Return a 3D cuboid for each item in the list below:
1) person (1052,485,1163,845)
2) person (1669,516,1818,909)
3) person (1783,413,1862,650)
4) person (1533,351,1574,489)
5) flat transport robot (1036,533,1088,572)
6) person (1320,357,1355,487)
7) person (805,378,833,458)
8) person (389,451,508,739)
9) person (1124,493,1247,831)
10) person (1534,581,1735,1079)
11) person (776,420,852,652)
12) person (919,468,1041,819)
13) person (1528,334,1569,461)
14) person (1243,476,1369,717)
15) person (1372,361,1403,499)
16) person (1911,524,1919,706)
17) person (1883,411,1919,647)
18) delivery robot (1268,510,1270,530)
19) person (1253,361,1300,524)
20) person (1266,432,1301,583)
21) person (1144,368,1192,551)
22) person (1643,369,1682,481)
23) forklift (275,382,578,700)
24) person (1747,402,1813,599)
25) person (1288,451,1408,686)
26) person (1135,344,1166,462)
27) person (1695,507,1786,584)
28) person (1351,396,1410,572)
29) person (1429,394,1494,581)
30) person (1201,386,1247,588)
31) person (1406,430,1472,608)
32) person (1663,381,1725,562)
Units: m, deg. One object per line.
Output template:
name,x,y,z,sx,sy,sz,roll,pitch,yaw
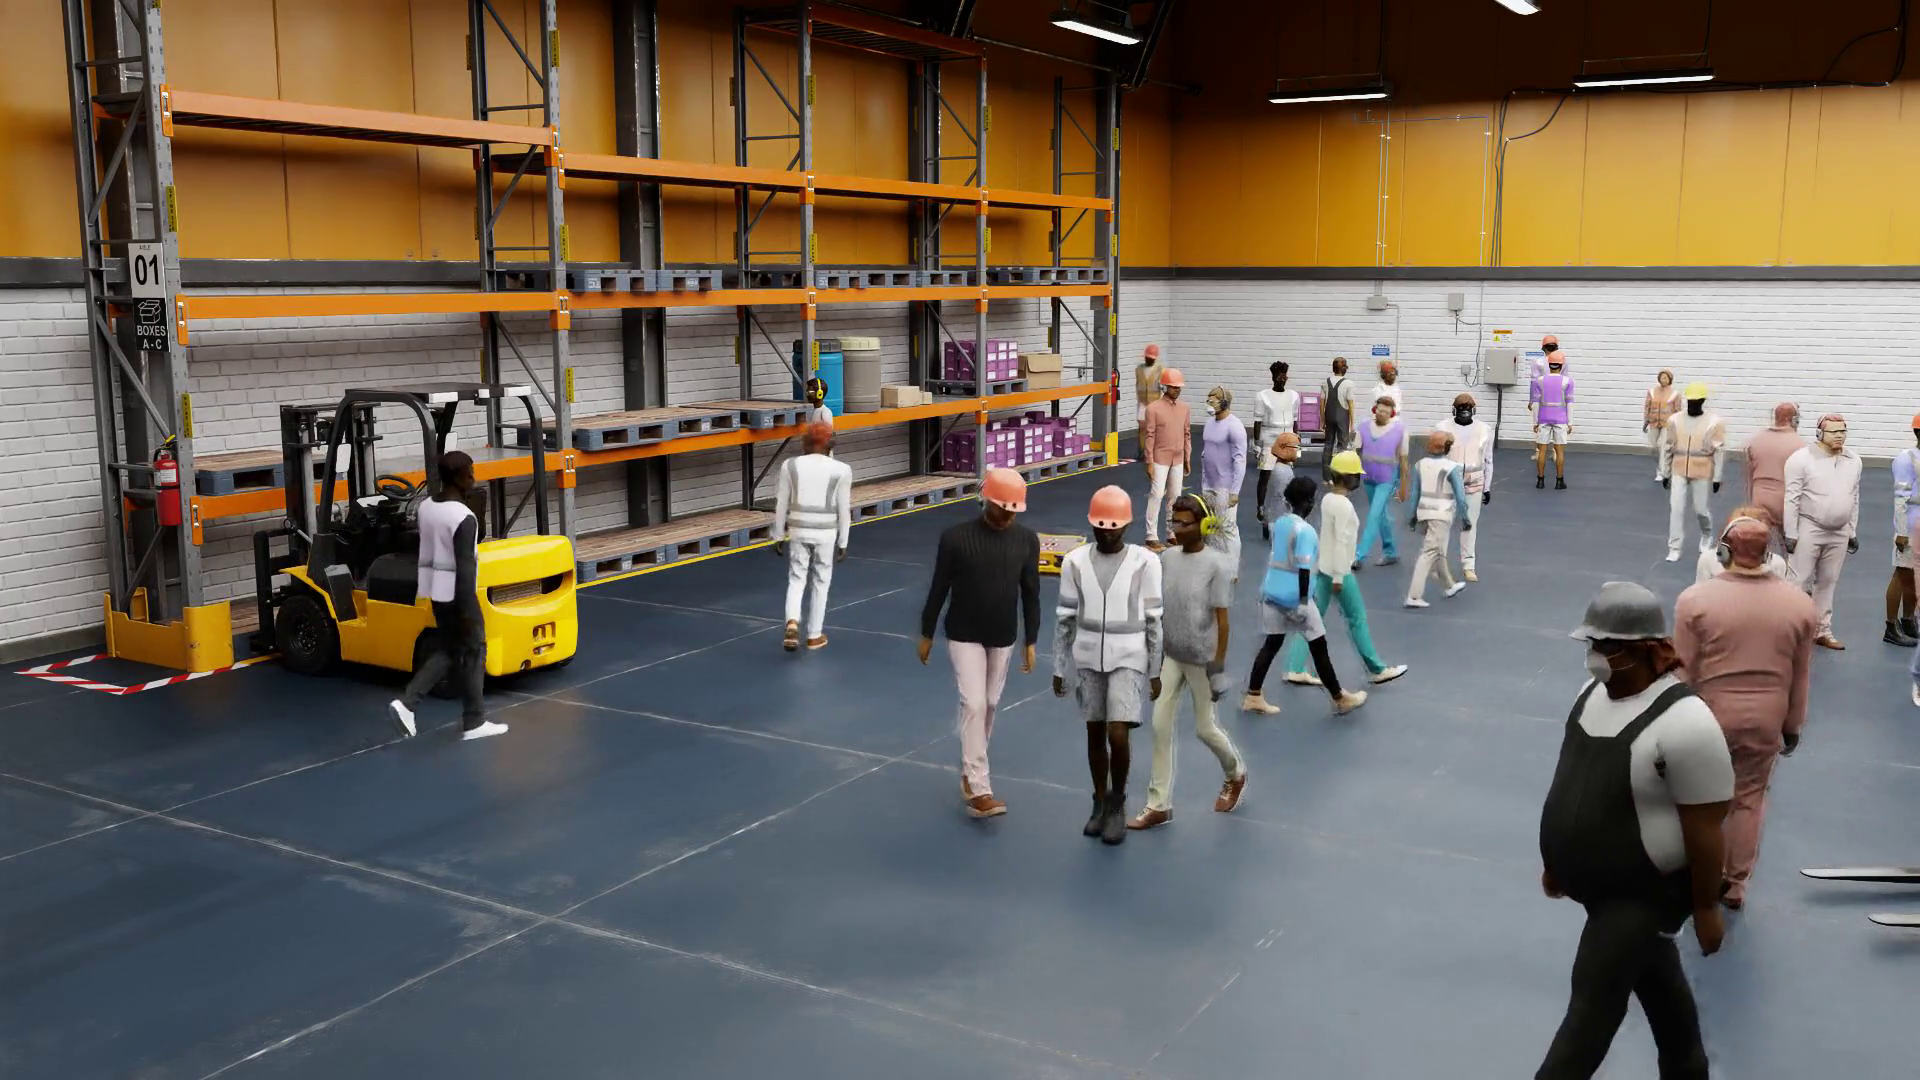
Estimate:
person,0.758,0.660,8.753,0.580,1.910,0.576,3,10,20
person,3.619,0.837,7.744,0.653,1.892,0.523,1,9,6
person,6.886,-0.060,13.270,0.643,1.910,0.400,-1,9,-7
person,8.283,-1.671,23.231,0.542,1.938,0.357,5,10,27
flat transport robot,0.931,0.125,17.204,0.652,0.197,1.431,2,9,11
person,5.308,-1.649,23.376,0.517,1.844,0.332,8,12,40
person,-1.560,-0.838,18.237,0.328,1.872,0.513,-3,10,-21
person,-3.279,0.372,10.608,0.598,1.894,0.654,8,12,42
person,1.284,0.648,9.082,0.842,1.840,0.528,-8,12,-41
person,2.236,1.085,5.707,1.060,2.000,0.692,-1,9,-9
person,-1.165,-0.008,13.105,0.629,1.860,0.711,1,9,6
person,0.165,0.573,9.233,0.675,1.932,0.940,-3,10,-20
person,9.411,-2.274,26.661,0.612,2.041,0.394,0,9,-1
person,2.319,0.386,11.303,0.829,1.639,0.544,-2,9,-14
person,5.695,-1.471,22.221,0.654,1.859,0.501,-9,13,-44
person,6.670,0.372,11.213,0.518,1.706,0.954,3,10,17
person,7.769,-0.107,13.466,0.544,1.939,0.355,-5,11,-31
delivery robot,3.627,-0.279,18.550,0.477,0.478,0.707,2,9,13
person,3.818,-1.177,20.050,0.613,1.963,0.361,-3,10,-18
person,2.831,-0.132,14.563,0.268,1.632,0.507,2,9,14
person,2.272,-0.873,18.106,0.619,1.985,0.406,-6,11,-33
person,10.237,-1.677,24.213,0.527,1.624,0.503,8,12,42
forklift,-3.974,-0.067,12.417,2.313,2.155,1.214,5,11,30
person,7.432,-0.330,15.120,0.990,1.857,0.663,-5,10,-27
person,2.802,0.218,12.059,0.895,1.720,0.535,-1,9,-6
person,3.028,-2.176,26.520,0.561,1.883,0.831,4,10,25
person,4.749,0.583,10.185,0.502,1.614,0.595,4,10,25
person,4.193,-0.569,16.824,0.992,1.773,0.608,-7,11,-37
person,4.896,-0.511,16.288,0.623,1.844,0.429,1,9,7
person,2.500,-0.506,15.949,0.353,1.937,0.635,-4,10,-22
person,4.360,-0.191,15.064,0.869,1.593,0.518,-5,10,-27
person,7.744,-0.736,17.532,0.592,1.904,0.789,7,12,38
